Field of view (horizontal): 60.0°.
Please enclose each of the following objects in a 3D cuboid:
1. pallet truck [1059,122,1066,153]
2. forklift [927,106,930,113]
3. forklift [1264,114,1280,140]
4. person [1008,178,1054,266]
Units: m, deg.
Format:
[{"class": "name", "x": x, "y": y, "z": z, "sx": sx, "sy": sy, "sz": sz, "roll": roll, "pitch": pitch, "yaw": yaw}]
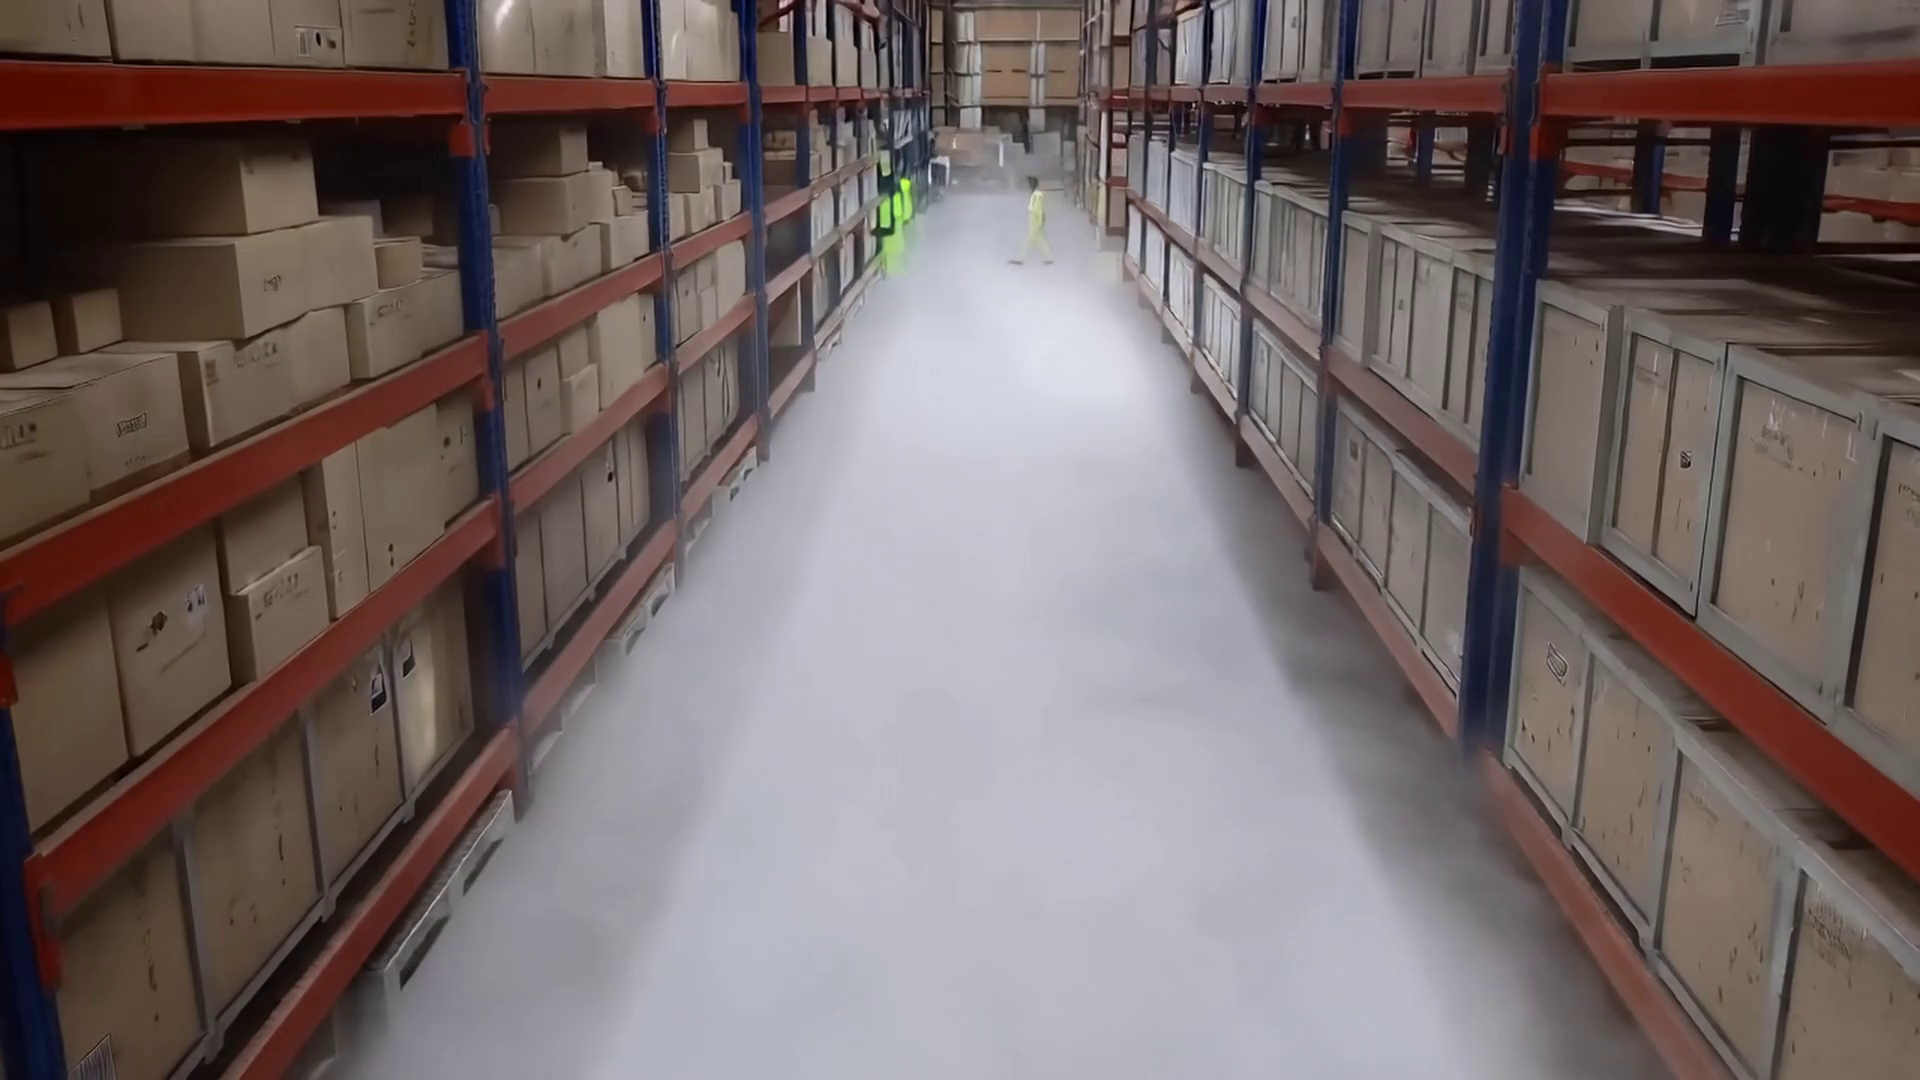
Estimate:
[{"class": "pallet truck", "x": 5.788, "y": -21.111, "z": 88.014, "sx": 1.885, "sy": 1.965, "sz": 0.823, "roll": 5, "pitch": 16, "yaw": 18}, {"class": "forklift", "x": -2.001, "y": -20.667, "z": 84.687, "sx": 1.129, "sy": 2.768, "sz": 1.873, "roll": 0, "pitch": 15, "yaw": 2}, {"class": "forklift", "x": 11.020, "y": -13.938, "z": 59.649, "sx": 1.129, "sy": 2.768, "sz": 1.873, "roll": 0, "pitch": 15, "yaw": 2}, {"class": "person", "x": 1.505, "y": -6.524, "z": 34.133, "sx": 1.001, "sy": 1.790, "sz": 0.599, "roll": -2, "pitch": 15, "yaw": -8}]
